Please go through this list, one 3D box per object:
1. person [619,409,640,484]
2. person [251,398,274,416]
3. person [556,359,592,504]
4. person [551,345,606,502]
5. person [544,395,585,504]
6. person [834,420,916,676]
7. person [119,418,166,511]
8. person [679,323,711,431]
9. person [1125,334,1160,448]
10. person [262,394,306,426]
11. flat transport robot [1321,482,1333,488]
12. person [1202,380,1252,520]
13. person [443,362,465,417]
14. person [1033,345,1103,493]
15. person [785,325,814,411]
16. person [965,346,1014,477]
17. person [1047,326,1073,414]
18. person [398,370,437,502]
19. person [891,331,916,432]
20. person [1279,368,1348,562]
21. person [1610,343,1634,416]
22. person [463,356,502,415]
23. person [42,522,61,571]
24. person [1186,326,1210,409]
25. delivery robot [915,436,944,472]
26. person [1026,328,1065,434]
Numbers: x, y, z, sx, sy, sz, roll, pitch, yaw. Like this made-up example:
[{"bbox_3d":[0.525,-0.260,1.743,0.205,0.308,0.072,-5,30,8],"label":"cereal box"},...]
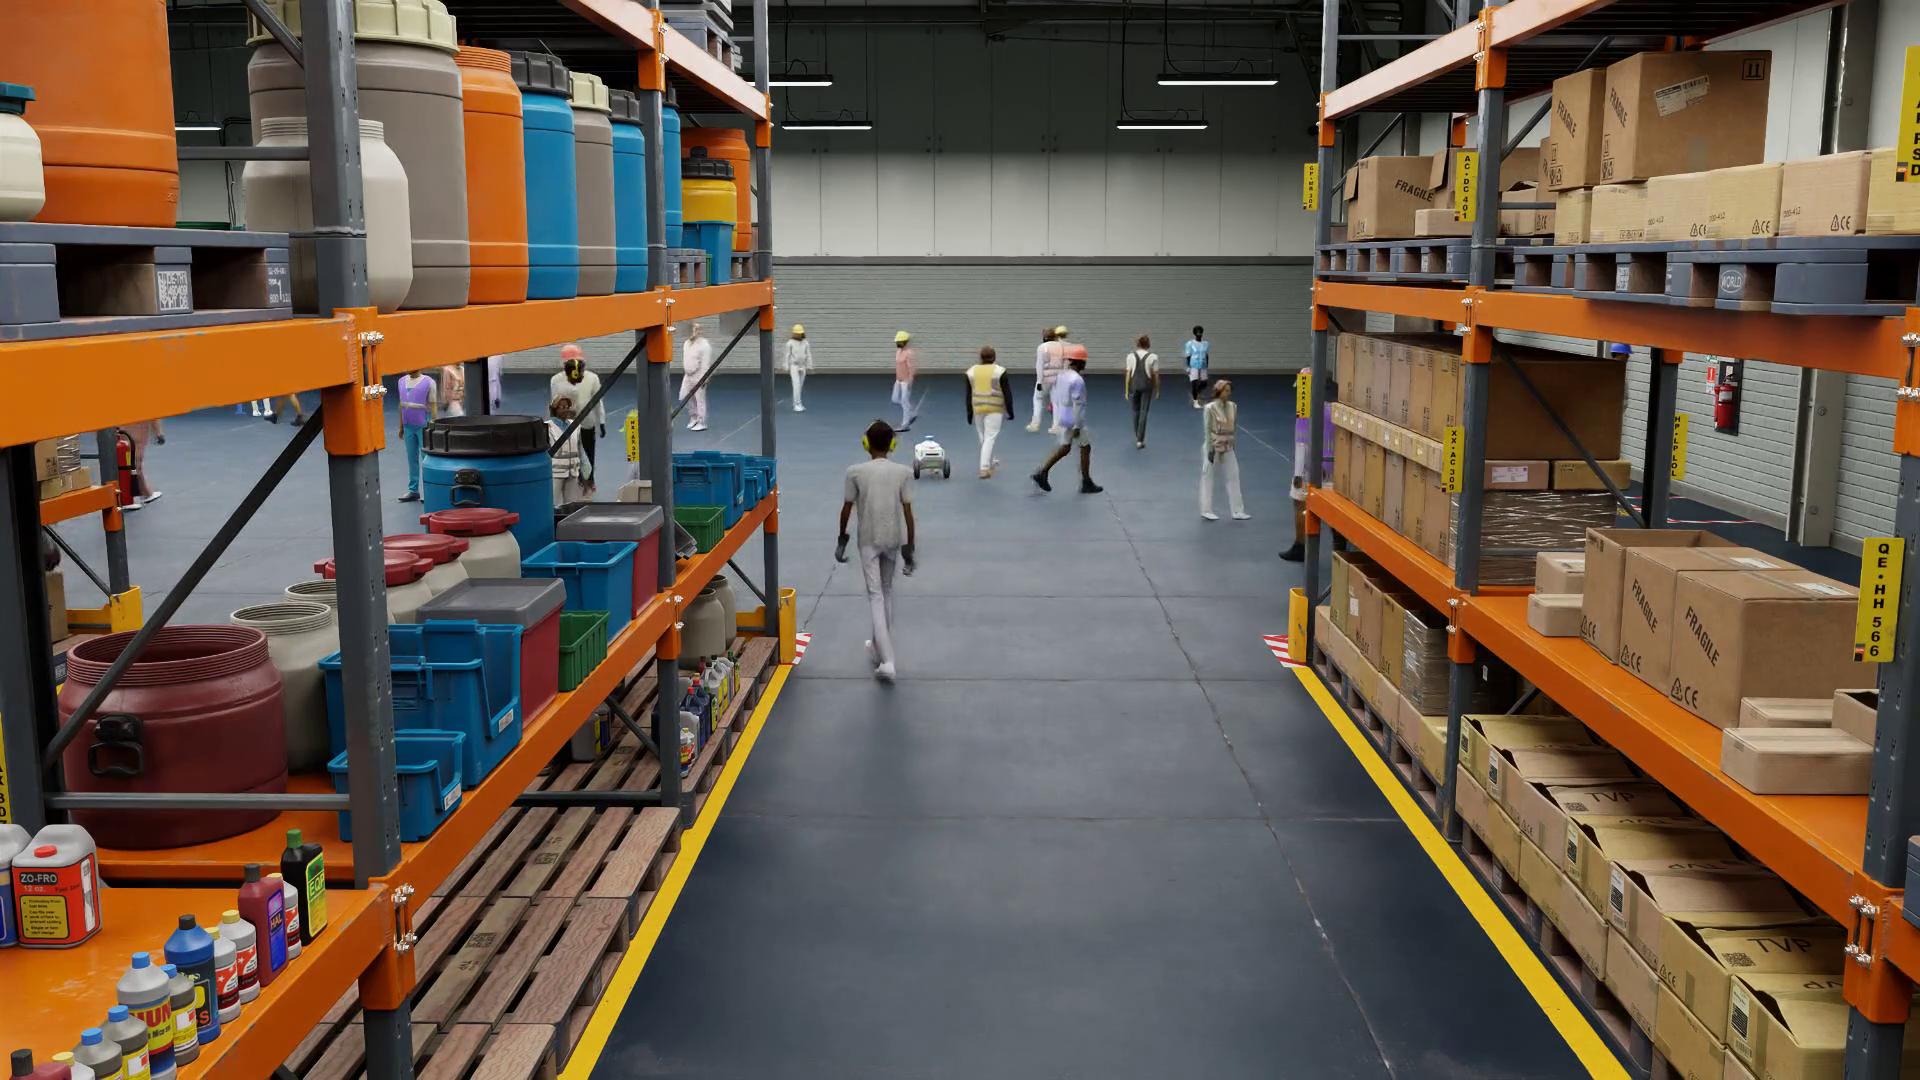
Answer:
[{"bbox_3d":[-2.571,-0.152,13.315,0.915,1.780,0.621,0,9,-2],"label":"person"},{"bbox_3d":[-13.532,-3.327,32.081,0.521,1.873,0.335,1,10,6],"label":"person"},{"bbox_3d":[-4.489,-1.169,19.221,0.546,1.842,0.563,-8,13,-41],"label":"person"},{"bbox_3d":[-4.798,-1.489,20.868,0.654,1.942,0.952,-3,10,-17],"label":"person"},{"bbox_3d":[-3.984,-0.636,16.655,0.306,1.640,0.523,7,12,36],"label":"person"},{"bbox_3d":[-0.593,0.049,12.057,0.514,1.817,0.974,-4,10,-21],"label":"person"},{"bbox_3d":[-9.895,-1.319,20.059,0.665,1.860,0.944,2,10,13],"label":"person"},{"bbox_3d":[-4.666,-2.861,29.216,0.685,1.888,0.439,9,13,42],"label":"person"},{"bbox_3d":[2.962,-2.412,26.842,0.529,1.787,0.974,3,10,18],"label":"person"},{"bbox_3d":[-12.328,-3.025,30.234,0.982,1.885,0.568,2,10,12],"label":"person"},{"bbox_3d":[4.791,-0.544,20.323,0.652,0.197,1.431,-3,10,-20],"label":"flat transport robot"},{"bbox_3d":[3.029,-1.002,18.905,0.546,1.607,0.744,-6,11,-33],"label":"person"},{"bbox_3d":[-7.678,-2.112,25.561,0.636,1.612,0.509,2,10,10],"label":"person"},{"bbox_3d":[1.391,-1.550,21.359,0.885,1.910,0.555,-3,10,-20],"label":"person"},{"bbox_3d":[-3.159,-3.400,33.002,0.500,1.704,0.816,-7,12,-35],"label":"person"},{"bbox_3d":[0.422,-1.800,23.179,0.622,1.792,0.963,5,11,26],"label":"person"},{"bbox_3d":[1.953,-3.264,32.173,0.545,1.716,0.921,-2,10,-15],"label":"person"},{"bbox_3d":[-6.715,-1.401,20.619,0.564,1.846,0.390,4,10,23],"label":"person"},{"bbox_3d":[-0.980,-2.786,29.187,0.408,1.753,0.543,-6,11,-33],"label":"person"},{"bbox_3d":[3.493,-0.731,16.382,0.647,1.922,0.559,8,12,40],"label":"person"},{"bbox_3d":[8.623,-1.670,21.922,0.405,1.946,0.609,4,10,22],"label":"person"},{"bbox_3d":[-7.181,-2.104,24.715,0.816,1.876,0.667,3,10,18],"label":"person"},{"bbox_3d":[-7.361,-0.224,13.066,0.658,2.013,0.653,-2,10,-9],"label":"person"},{"bbox_3d":[4.807,-3.514,33.767,0.539,1.683,0.444,-3,10,-18],"label":"person"},{"bbox_3d":[-0.422,-1.198,23.108,0.477,0.478,0.707,-1,10,-7],"label":"delivery robot"},{"bbox_3d":[1.476,-2.763,28.861,0.664,1.811,0.818,-7,12,-37],"label":"person"}]
